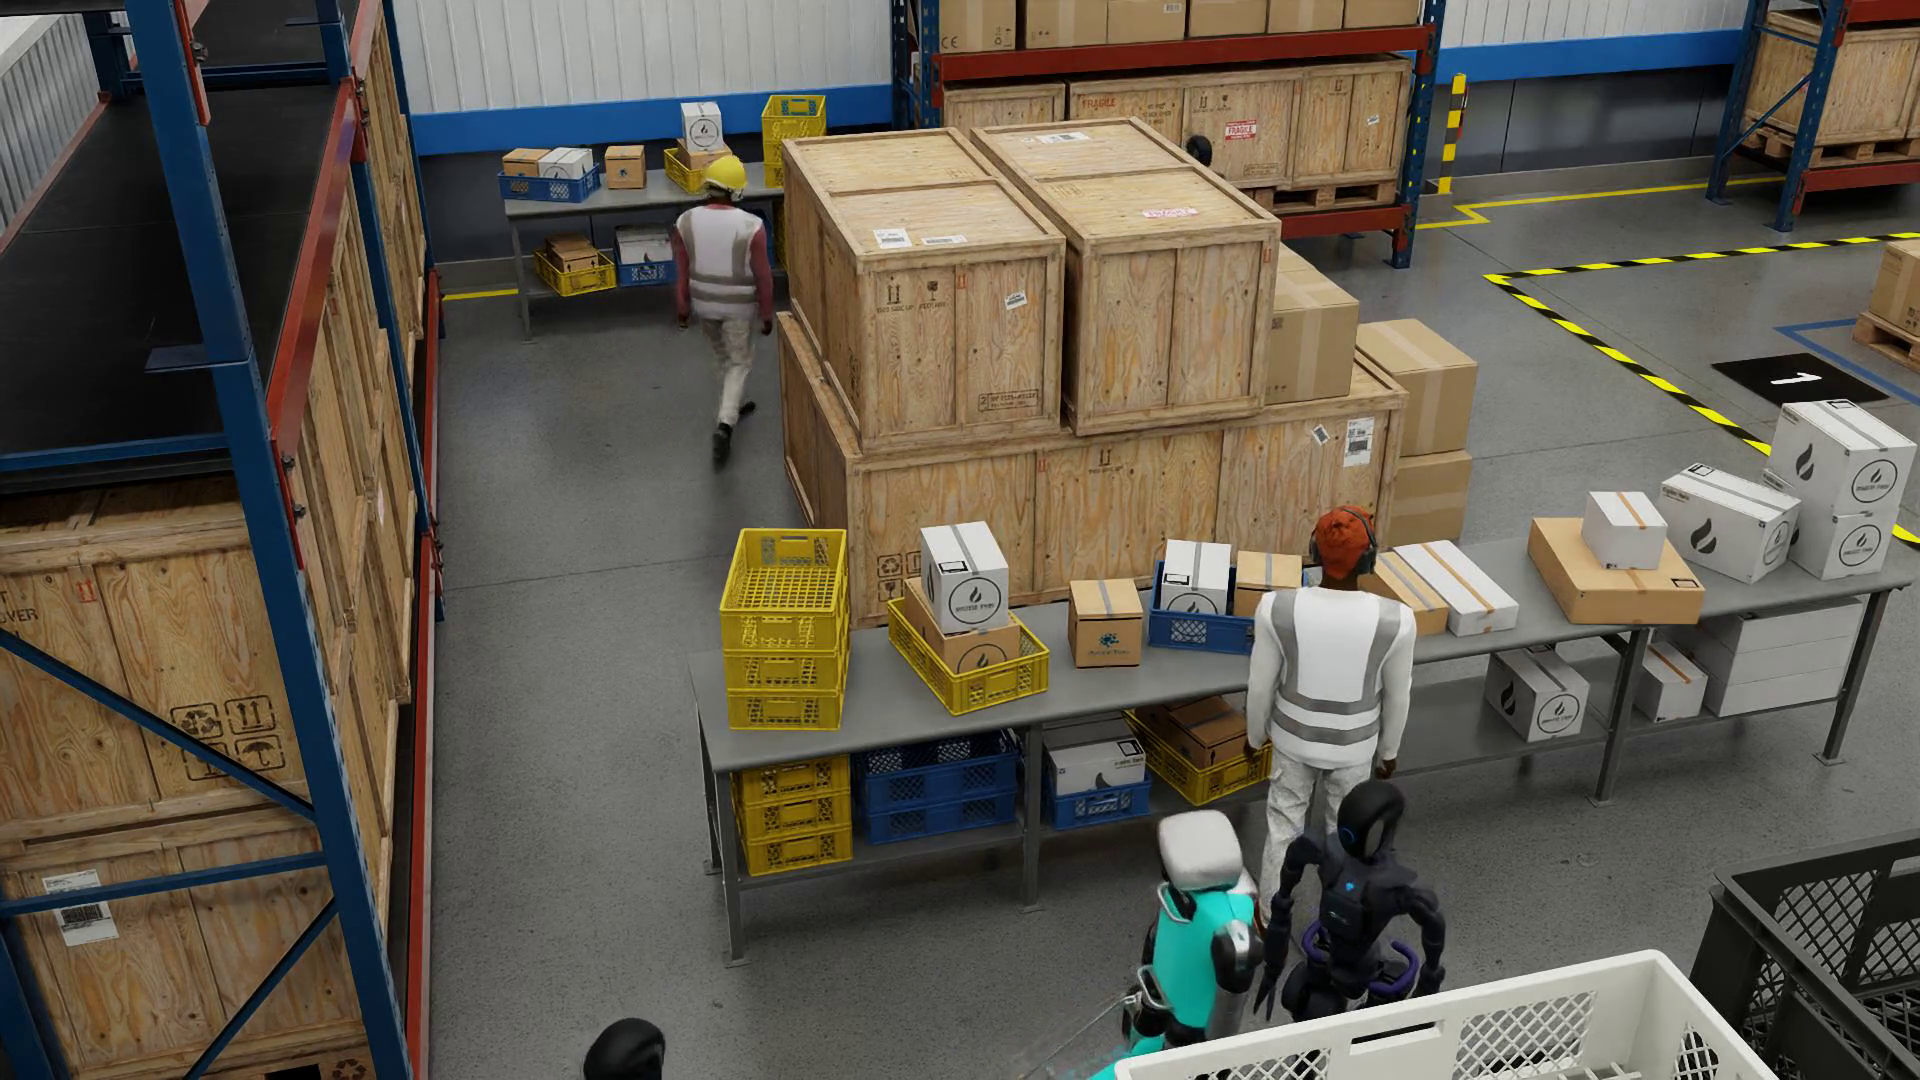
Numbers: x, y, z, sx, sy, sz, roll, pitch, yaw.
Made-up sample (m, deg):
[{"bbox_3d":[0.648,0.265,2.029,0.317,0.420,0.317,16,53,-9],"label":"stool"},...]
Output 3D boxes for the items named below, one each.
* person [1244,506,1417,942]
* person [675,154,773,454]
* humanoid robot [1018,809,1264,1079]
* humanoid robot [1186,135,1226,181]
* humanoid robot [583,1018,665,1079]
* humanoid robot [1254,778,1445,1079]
[{"bbox_3d":[1.331,0.735,6.108,0.572,1.885,0.356,6,29,11],"label":"person"},{"bbox_3d":[-1.444,-1.421,10.122,0.616,1.793,0.802,9,30,16],"label":"person"},{"bbox_3d":[0.417,1.570,4.802,0.869,1.792,0.543,-7,30,-12],"label":"humanoid robot"},{"bbox_3d":[1.529,-1.919,11.187,0.611,1.626,0.773,-16,33,-27],"label":"humanoid robot"},{"bbox_3d":[-0.780,1.905,4.248,0.588,1.617,0.818,12,31,20],"label":"humanoid robot"},{"bbox_3d":[1.191,1.408,5.097,0.604,1.650,0.311,22,36,34],"label":"humanoid robot"}]
